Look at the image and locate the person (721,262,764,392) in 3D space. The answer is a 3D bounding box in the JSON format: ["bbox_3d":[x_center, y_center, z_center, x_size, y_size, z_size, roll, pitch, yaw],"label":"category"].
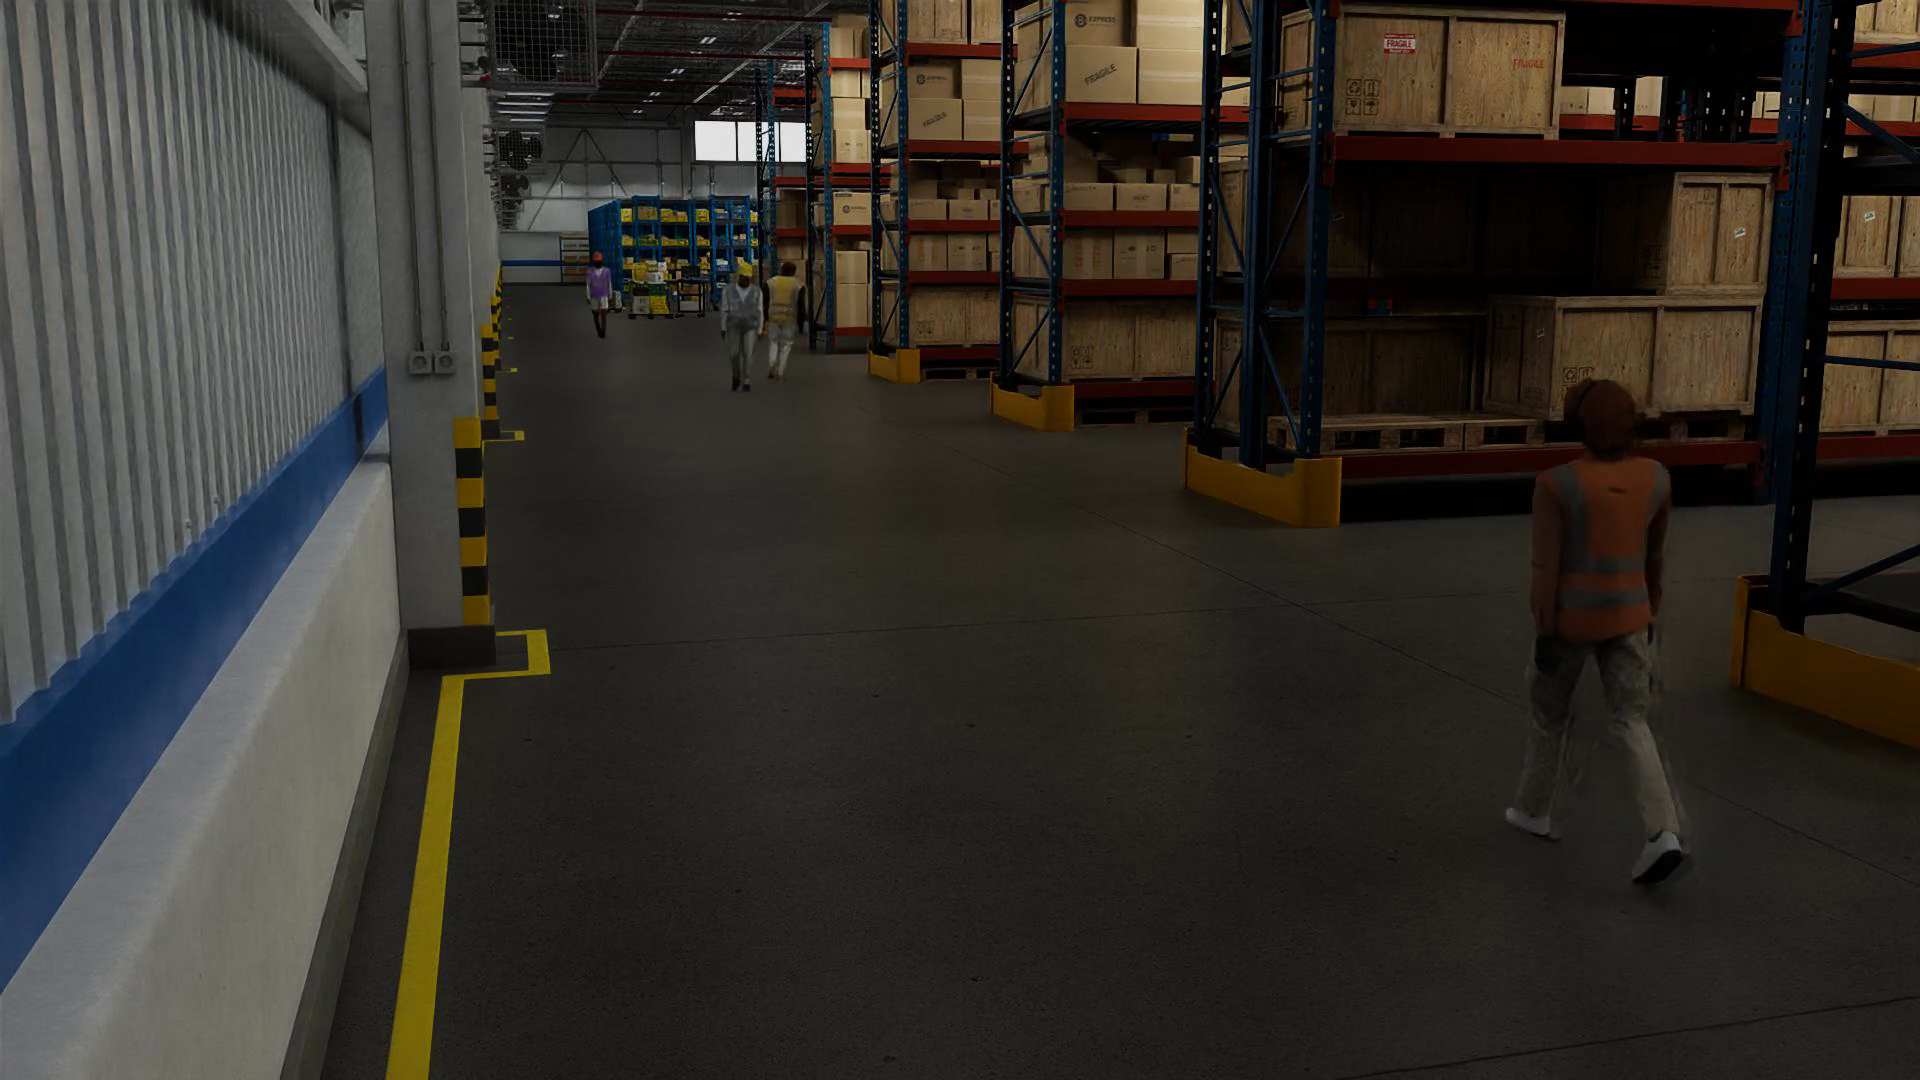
[{"bbox_3d":[-3.024,-2.961,23.165,0.607,1.809,0.430,-2,10,-10],"label":"person"}]

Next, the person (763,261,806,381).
[{"bbox_3d":[-2.652,-3.307,25.150,0.690,1.807,0.529,1,10,8],"label":"person"}]

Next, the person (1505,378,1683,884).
[{"bbox_3d":[2.090,0.279,5.404,0.518,1.609,0.811,-2,10,-10],"label":"person"}]

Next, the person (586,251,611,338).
[{"bbox_3d":[-7.988,-5.424,36.847,0.542,1.917,0.647,-2,10,-10],"label":"person"}]

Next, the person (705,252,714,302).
[{"bbox_3d":[-9.231,-9.663,61.057,0.589,1.833,0.404,-7,12,-36],"label":"person"}]
